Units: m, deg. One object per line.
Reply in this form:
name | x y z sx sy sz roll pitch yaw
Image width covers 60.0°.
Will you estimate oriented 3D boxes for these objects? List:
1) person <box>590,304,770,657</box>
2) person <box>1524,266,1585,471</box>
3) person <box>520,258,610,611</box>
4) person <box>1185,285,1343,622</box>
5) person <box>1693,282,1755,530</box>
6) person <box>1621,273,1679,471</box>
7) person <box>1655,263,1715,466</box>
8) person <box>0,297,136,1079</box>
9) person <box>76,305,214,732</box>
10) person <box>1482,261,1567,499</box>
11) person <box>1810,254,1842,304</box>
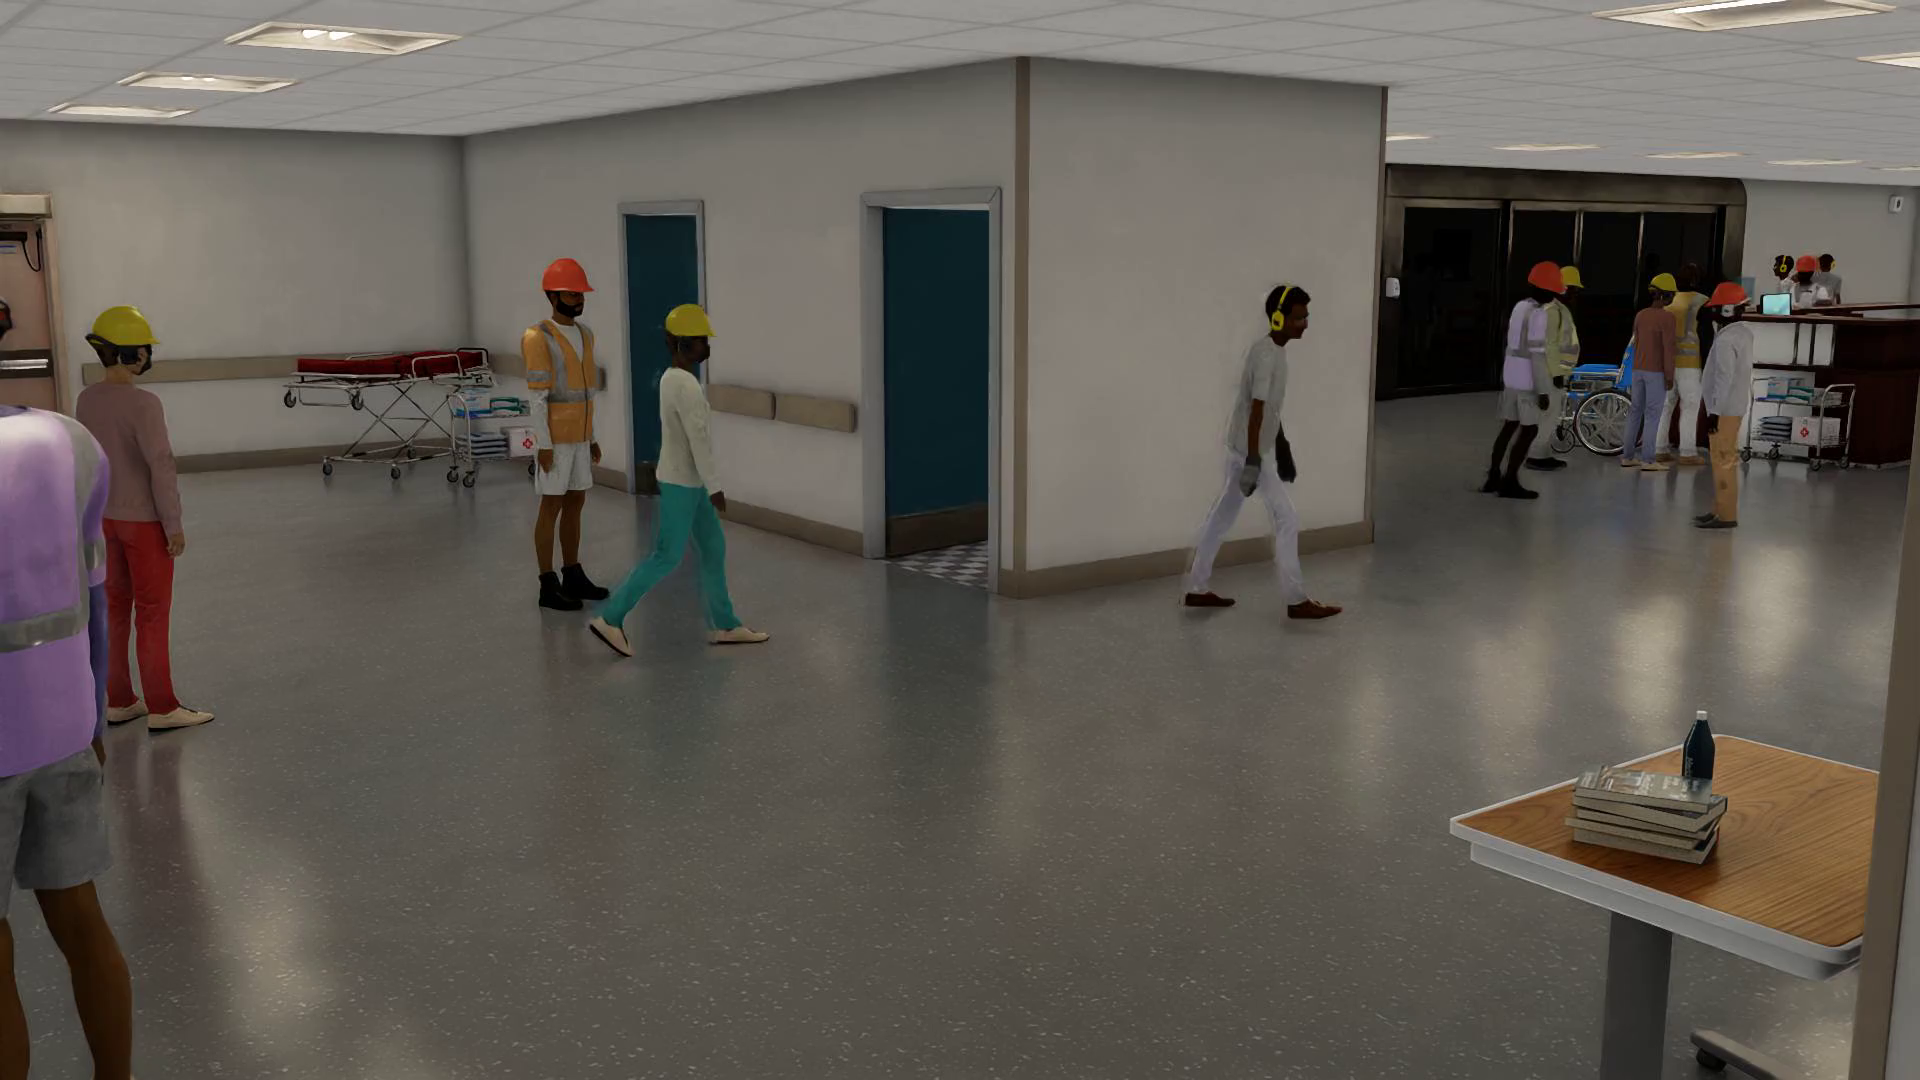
person | -1.412 -0.296 8.194 0.861 1.732 0.528 -2 10 -13
person | 5.321 -1.525 14.860 0.403 1.816 0.607 6 12 28
person | -2.178 -0.589 9.267 0.374 1.939 0.545 4 11 23
person | 1.630 -0.457 8.955 0.860 1.794 0.542 1 10 8
person | 5.426 -0.936 11.798 0.411 1.757 0.575 8 13 36
person | 6.215 -1.499 14.886 0.349 1.758 0.522 -3 10 -15
person | 6.616 -1.600 15.215 0.429 1.842 0.628 -6 12 -29
person | -2.011 0.410 3.417 0.410 2.036 0.610 3 11 18
person | -3.421 -0.082 6.916 0.525 1.769 0.313 5 11 27
person | 4.474 -1.262 13.210 0.412 1.884 0.749 -1 10 -5
person | 13.046 -3.389 25.182 0.518 1.861 0.328 6 12 29
